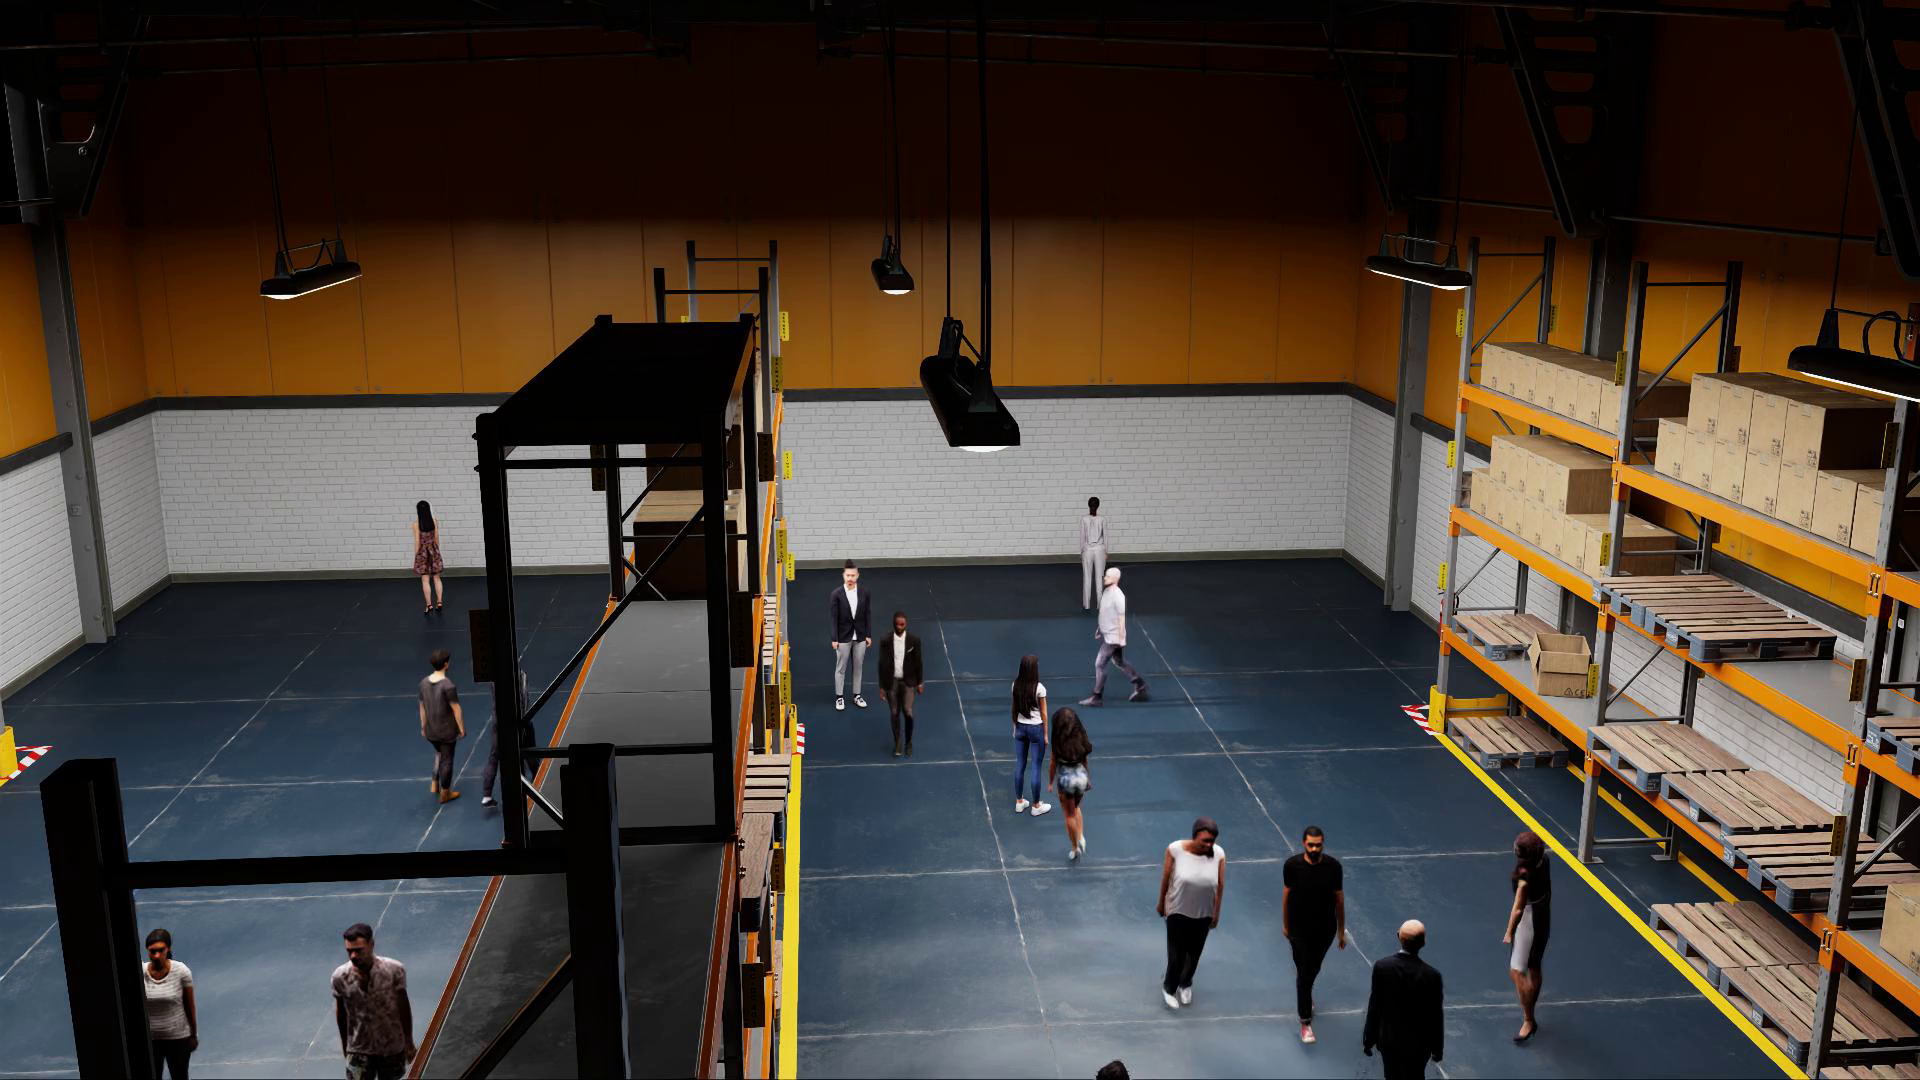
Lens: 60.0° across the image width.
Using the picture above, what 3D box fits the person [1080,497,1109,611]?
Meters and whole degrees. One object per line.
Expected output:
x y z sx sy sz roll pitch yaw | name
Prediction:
2.064 0.198 25.648 0.653 1.774 0.635 3 14 13 | person

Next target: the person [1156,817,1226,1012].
1.942 3.076 13.987 0.696 1.667 0.669 0 14 1 | person

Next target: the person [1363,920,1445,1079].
3.099 3.576 11.698 1.087 1.772 1.232 6 15 24 | person

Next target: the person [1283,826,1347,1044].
2.877 3.140 13.616 0.720 1.716 1.146 0 14 1 | person

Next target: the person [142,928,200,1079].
-5.753 3.557 12.077 0.627 1.630 0.668 -4 14 -14 | person

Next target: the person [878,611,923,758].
-0.718 1.666 19.573 0.703 1.779 0.717 1 14 3 | person

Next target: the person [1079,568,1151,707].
2.045 1.233 21.285 0.734 1.814 1.124 -2 14 -7 | person

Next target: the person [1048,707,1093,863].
1.144 2.482 16.584 0.679 1.599 0.715 -7 15 -25 | person

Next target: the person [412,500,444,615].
-8.132 0.262 25.381 0.862 1.773 0.805 12 18 41 | person

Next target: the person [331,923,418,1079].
-4.165 3.521 11.884 0.782 1.791 0.867 -4 14 -17 | person

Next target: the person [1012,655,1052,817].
0.748 2.082 17.863 0.663 1.775 0.705 9 17 34 | person

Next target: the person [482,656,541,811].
-4.927 2.048 17.977 0.988 1.788 1.347 4 14 18 | person

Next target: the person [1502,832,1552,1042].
4.657 3.151 13.470 0.755 1.765 0.776 -7 15 -27 | person

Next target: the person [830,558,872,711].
-1.399 1.176 21.215 0.755 1.959 0.687 -5 14 -18 | person

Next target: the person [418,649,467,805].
-5.704 2.053 18.133 0.714 1.705 0.726 6 15 25 | person
